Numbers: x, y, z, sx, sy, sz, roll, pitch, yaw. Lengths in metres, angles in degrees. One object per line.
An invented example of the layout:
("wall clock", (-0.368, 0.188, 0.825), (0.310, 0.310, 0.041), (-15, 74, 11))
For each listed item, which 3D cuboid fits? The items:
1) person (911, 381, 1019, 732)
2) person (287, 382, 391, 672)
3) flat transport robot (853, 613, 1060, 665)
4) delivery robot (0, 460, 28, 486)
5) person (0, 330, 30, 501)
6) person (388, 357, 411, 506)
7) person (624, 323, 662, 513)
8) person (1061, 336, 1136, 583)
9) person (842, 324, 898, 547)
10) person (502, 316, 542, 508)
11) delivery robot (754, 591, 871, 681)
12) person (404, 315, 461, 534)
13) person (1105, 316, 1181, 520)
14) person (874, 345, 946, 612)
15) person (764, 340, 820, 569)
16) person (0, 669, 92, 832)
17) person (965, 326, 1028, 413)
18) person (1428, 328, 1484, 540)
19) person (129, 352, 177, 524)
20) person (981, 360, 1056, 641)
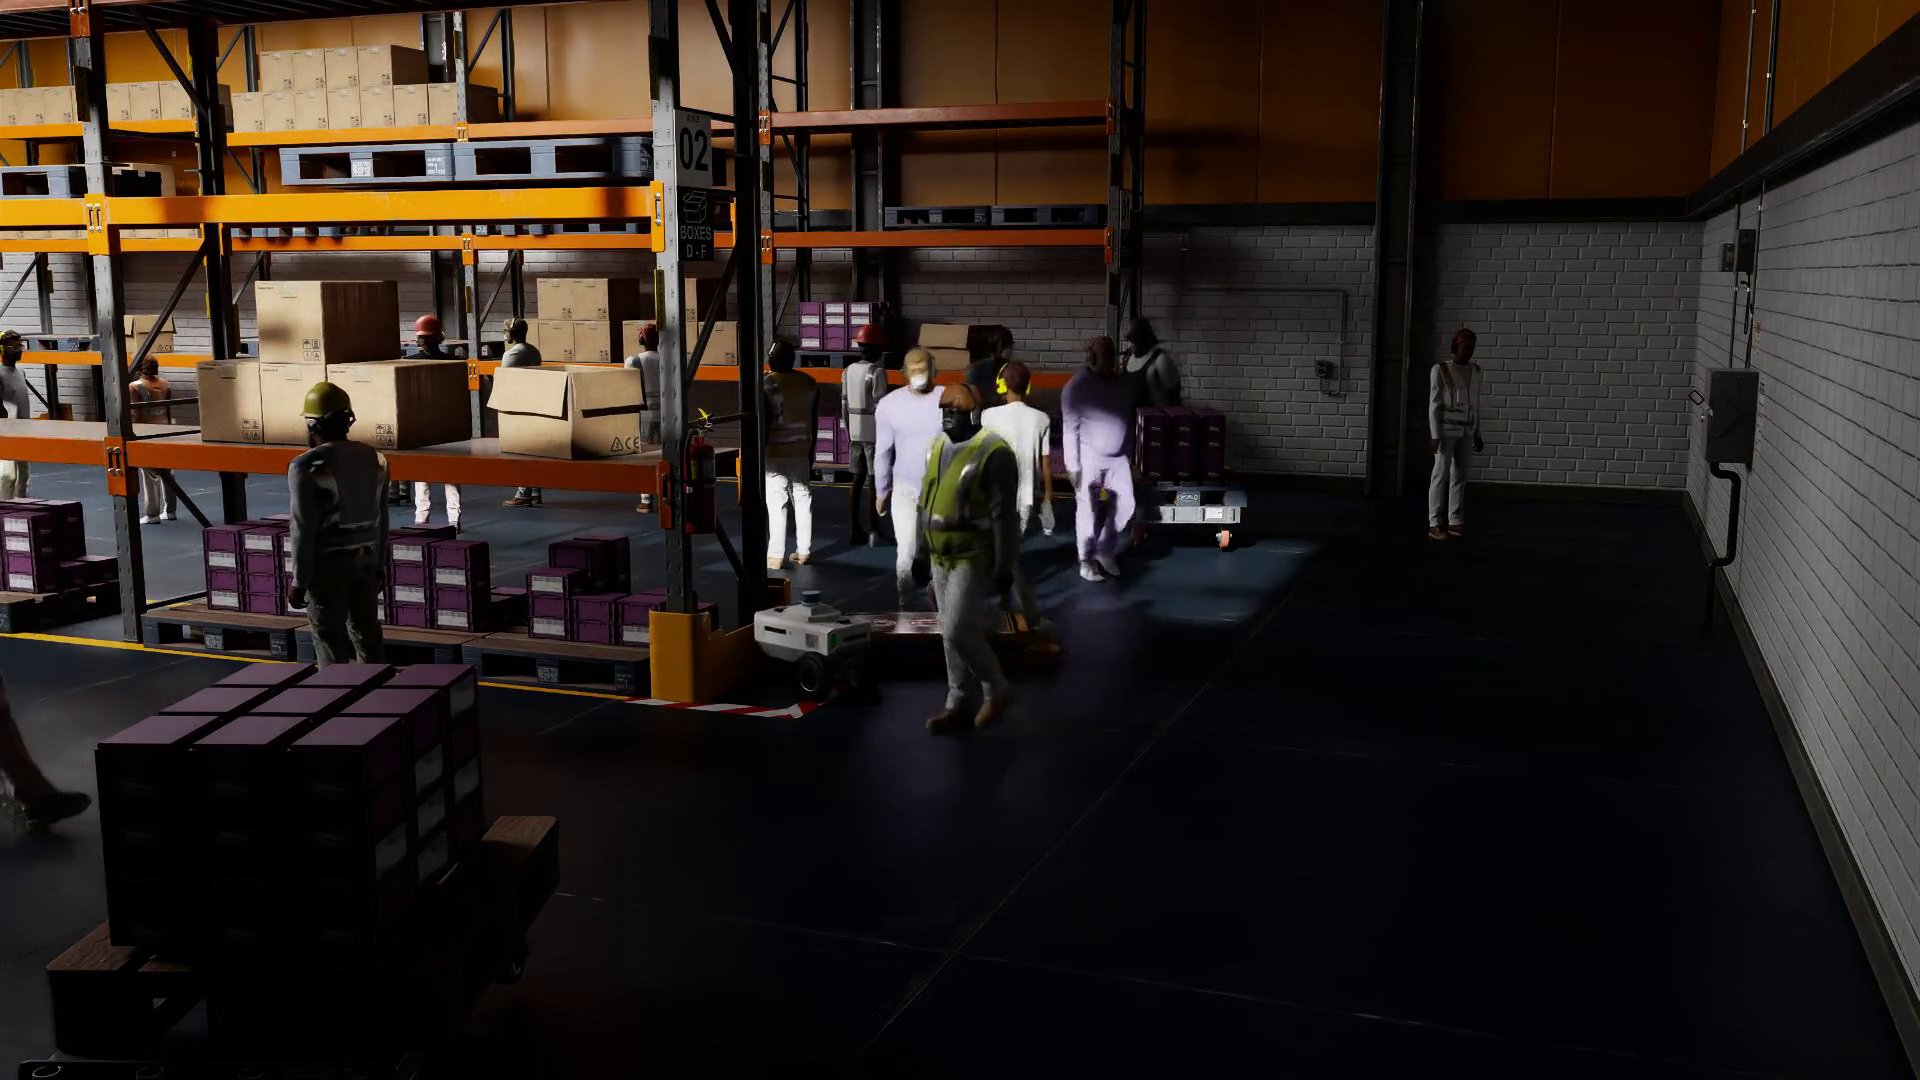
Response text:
("person", (0.012, 0.098, 8.519), (0.440, 1.822, 0.641), (-6, 11, -33))
("person", (-3.103, 0.131, 8.289), (0.403, 1.832, 0.599), (5, 10, 26))
("flat transport robot", (-0.126, 0.599, 10.233), (1.431, 0.197, 0.652), (0, 9, -1))
("delivery robot", (-10.066, -0.729, 17.392), (0.707, 0.478, 0.477), (8, 12, 39))
("person", (-8.471, -0.945, 14.926), (0.328, 1.872, 0.511), (0, 9, -2))
("person", (-5.842, -1.252, 16.994), (0.403, 1.825, 0.589), (2, 9, 11))
("person", (-3.039, -1.206, 16.519), (0.584, 1.882, 0.337), (-4, 10, -26))
("person", (1.083, -0.610, 12.739), (0.678, 1.892, 0.432), (-5, 11, -31))
("person", (-0.776, -0.906, 14.473), (0.364, 1.934, 0.553), (-9, 12, -43))
("person", (-4.466, -1.296, 16.919), (0.372, 1.940, 0.630), (2, 9, 10))
("delivery robot", (-0.847, 0.533, 9.469), (0.707, 0.478, 0.477), (8, 12, 41))
("person", (-4.779, -1.035, 15.101), (0.615, 1.994, 0.381), (-1, 9, -4))
("person", (1.862, -1.200, 15.992), (1.072, 2.000, 0.710), (-5, 10, -27))
("person", (-0.250, -0.364, 11.188), (0.652, 1.908, 0.879), (0, 9, -1))
("person", (-1.425, -0.686, 13.390), (0.621, 1.845, 0.429), (-8, 12, -42))
("person", (-4.222, 0.300, 6.888), (1.037, 1.933, 0.643), (2, 9, 10))
("person", (0.332, -0.846, 14.113), (0.624, 1.926, 0.426), (-5, 10, -30))
("person", (4.445, -0.950, 14.905), (0.573, 1.887, 0.353), (-4, 10, -26))
("person", (-7.678, -0.969, 15.800), (0.308, 1.641, 0.514), (2, 9, 14))
("person", (0.351, -0.211, 10.466), (0.612, 1.825, 0.888), (-5, 10, -27))
